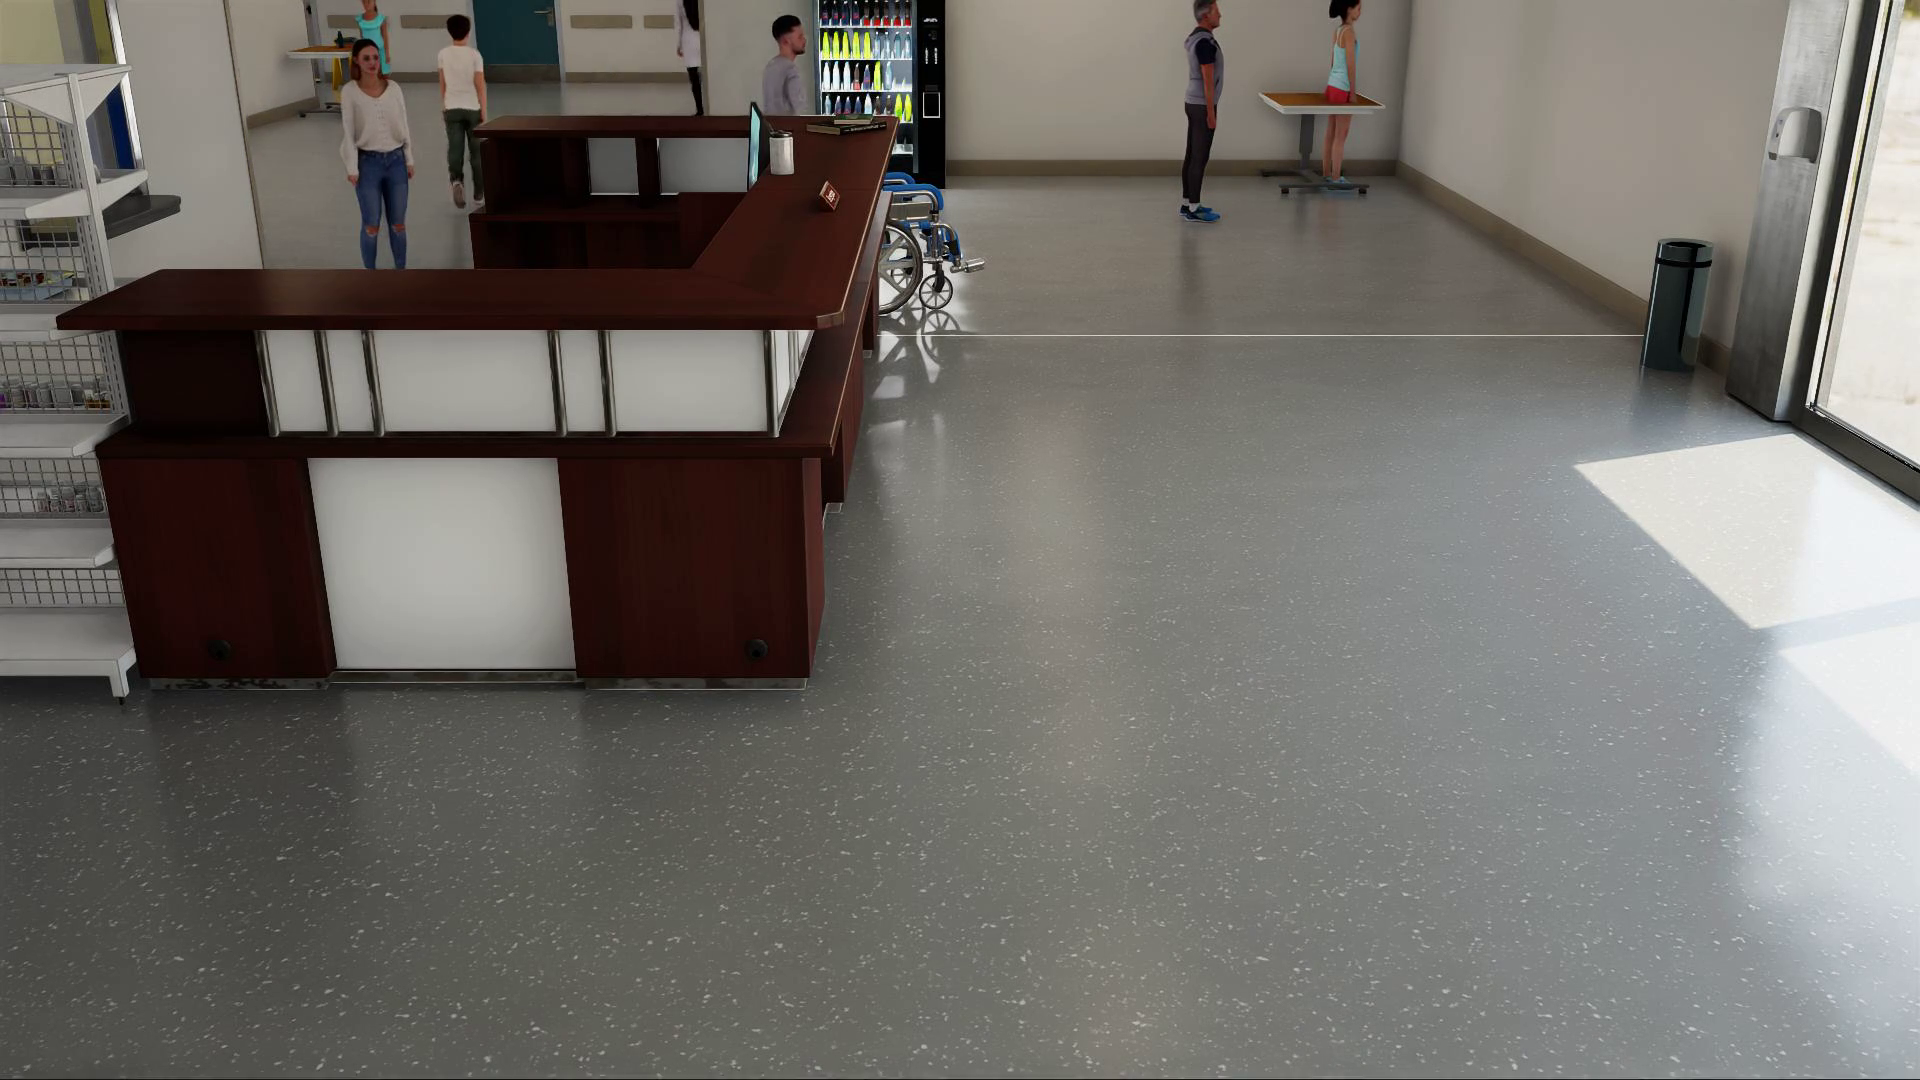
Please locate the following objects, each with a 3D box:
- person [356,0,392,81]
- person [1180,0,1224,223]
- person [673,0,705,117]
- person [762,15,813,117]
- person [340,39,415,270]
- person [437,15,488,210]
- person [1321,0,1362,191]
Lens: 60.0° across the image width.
[{"bbox_3d":[-7.391,-6.160,21.143,0.964,1.513,0.663,-2,21,-7],"label":"person"},{"bbox_3d":[2.026,-3.635,14.027,0.565,1.830,0.688,-1,21,-2],"label":"person"},{"bbox_3d":[-3.233,-6.063,20.491,0.698,1.792,0.858,-3,21,-9],"label":"person"},{"bbox_3d":[-1.286,-2.657,11.515,1.306,1.781,0.958,-8,22,-19],"label":"person"},{"bbox_3d":[-3.945,-2.526,11.294,0.685,1.692,0.769,-16,26,-35],"label":"person"},{"bbox_3d":[-4.343,-3.704,14.481,1.000,1.637,0.720,-2,21,-6],"label":"person"},{"bbox_3d":[3.587,-4.205,15.611,0.611,1.774,0.626,-3,21,-9],"label":"person"}]
